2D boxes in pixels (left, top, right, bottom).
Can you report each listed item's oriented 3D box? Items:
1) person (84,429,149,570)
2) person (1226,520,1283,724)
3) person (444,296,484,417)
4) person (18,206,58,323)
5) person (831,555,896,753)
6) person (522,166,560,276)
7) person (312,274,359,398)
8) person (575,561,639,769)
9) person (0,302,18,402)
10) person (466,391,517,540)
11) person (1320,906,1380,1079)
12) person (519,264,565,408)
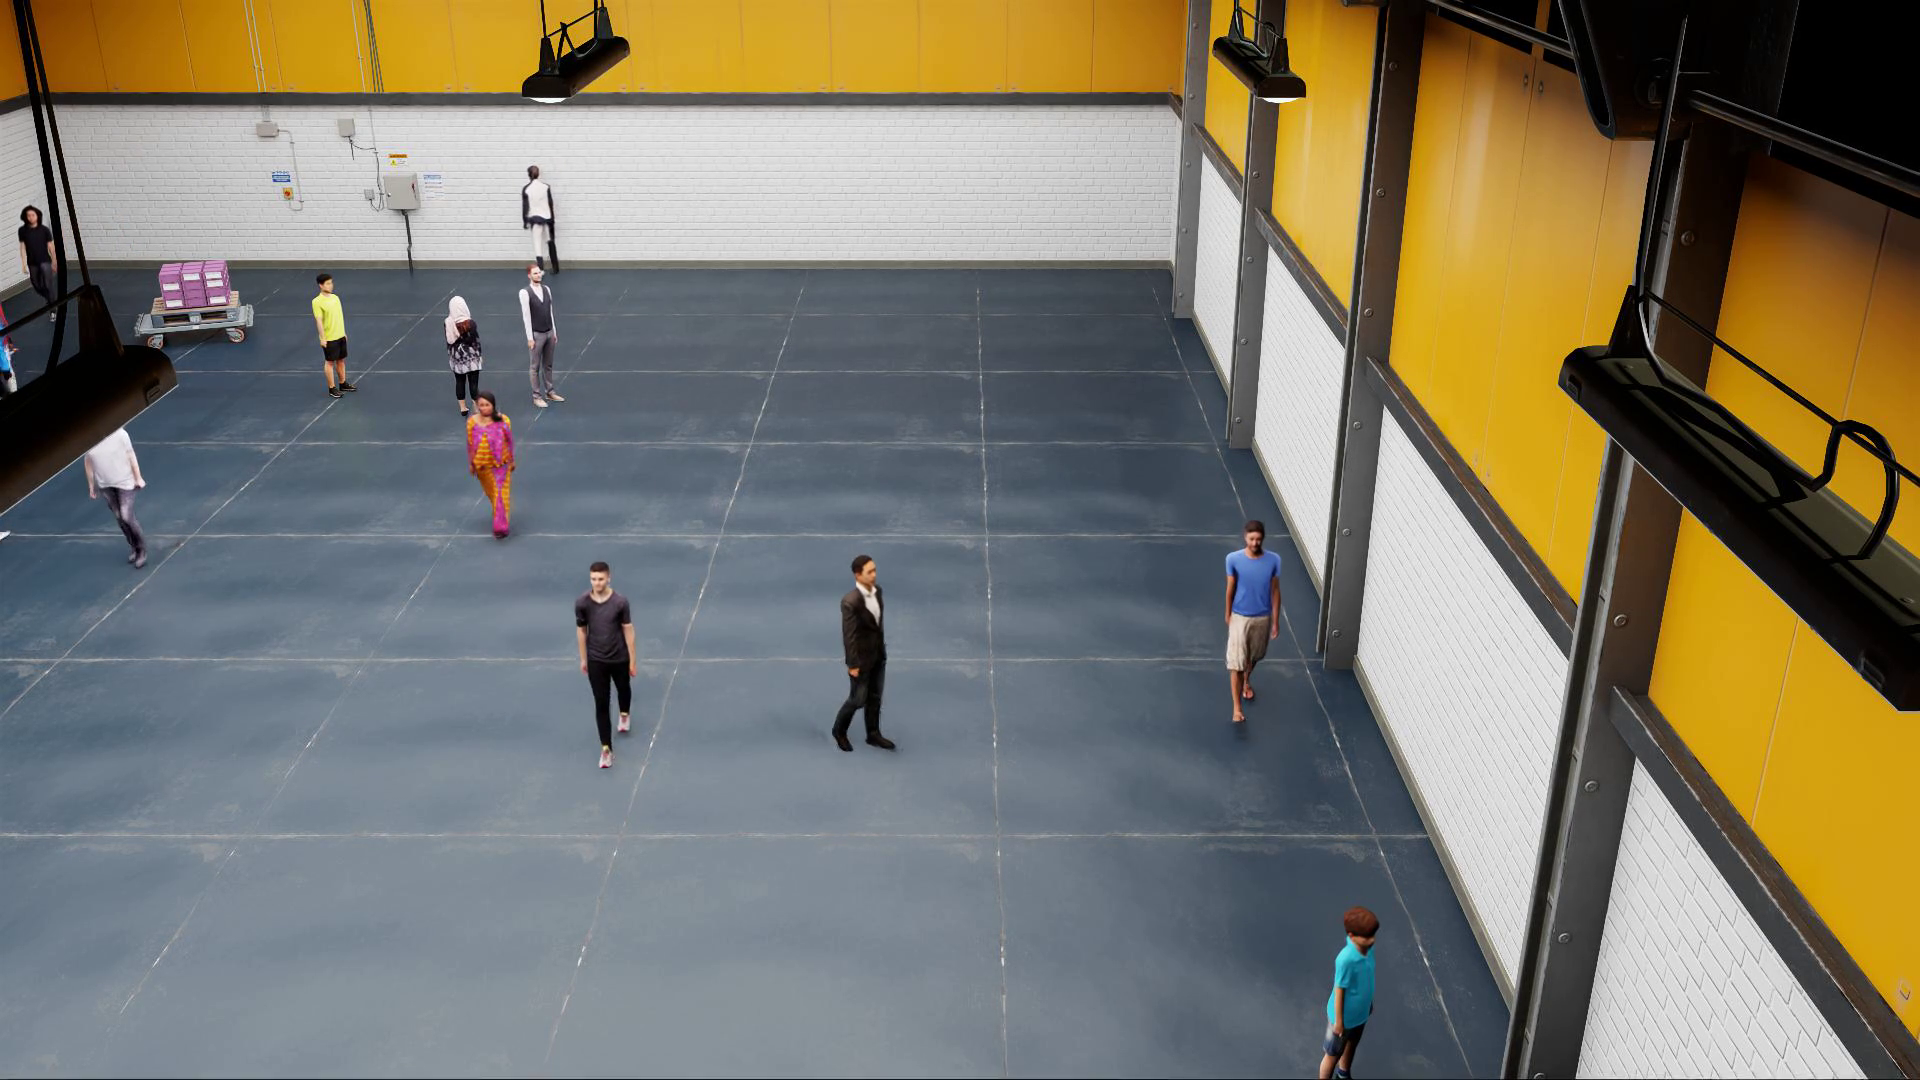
[{"bbox_3d":[-8.949,-0.619,17.770,0.692,1.803,0.744,1,24,1],"label":"person"},{"bbox_3d":[2.590,0.652,14.848,0.634,1.816,1.182,0,24,-1],"label":"person"},{"bbox_3d":[-6.610,-2.455,22.177,0.658,1.637,0.655,3,24,7],"label":"person"},{"bbox_3d":[-14.644,-4.426,26.472,0.833,1.810,1.084,-7,25,-16],"label":"person"},{"bbox_3d":[-0.847,0.948,14.159,0.939,1.825,0.883,15,28,30],"label":"person"},{"bbox_3d":[-7.303,-5.568,29.001,0.815,1.876,0.807,-11,26,-23],"label":"person"},{"bbox_3d":[-8.687,-2.849,22.990,0.751,1.708,0.588,8,25,18],"label":"person"},{"bbox_3d":[-2.978,0.979,14.220,0.712,1.719,1.167,-2,24,-3],"label":"person"},{"bbox_3d":[-13.073,-2.666,22.435,0.755,1.819,0.765,-14,27,-29],"label":"person"},{"bbox_3d":[-5.219,-0.898,18.601,0.689,1.649,1.193,-2,24,-4],"label":"person"},{"bbox_3d":[2.396,2.861,10.255,0.649,1.448,0.589,22,32,40],"label":"person"},{"bbox_3d":[-5.718,-2.812,22.619,0.807,1.938,0.713,16,28,33],"label":"person"}]
